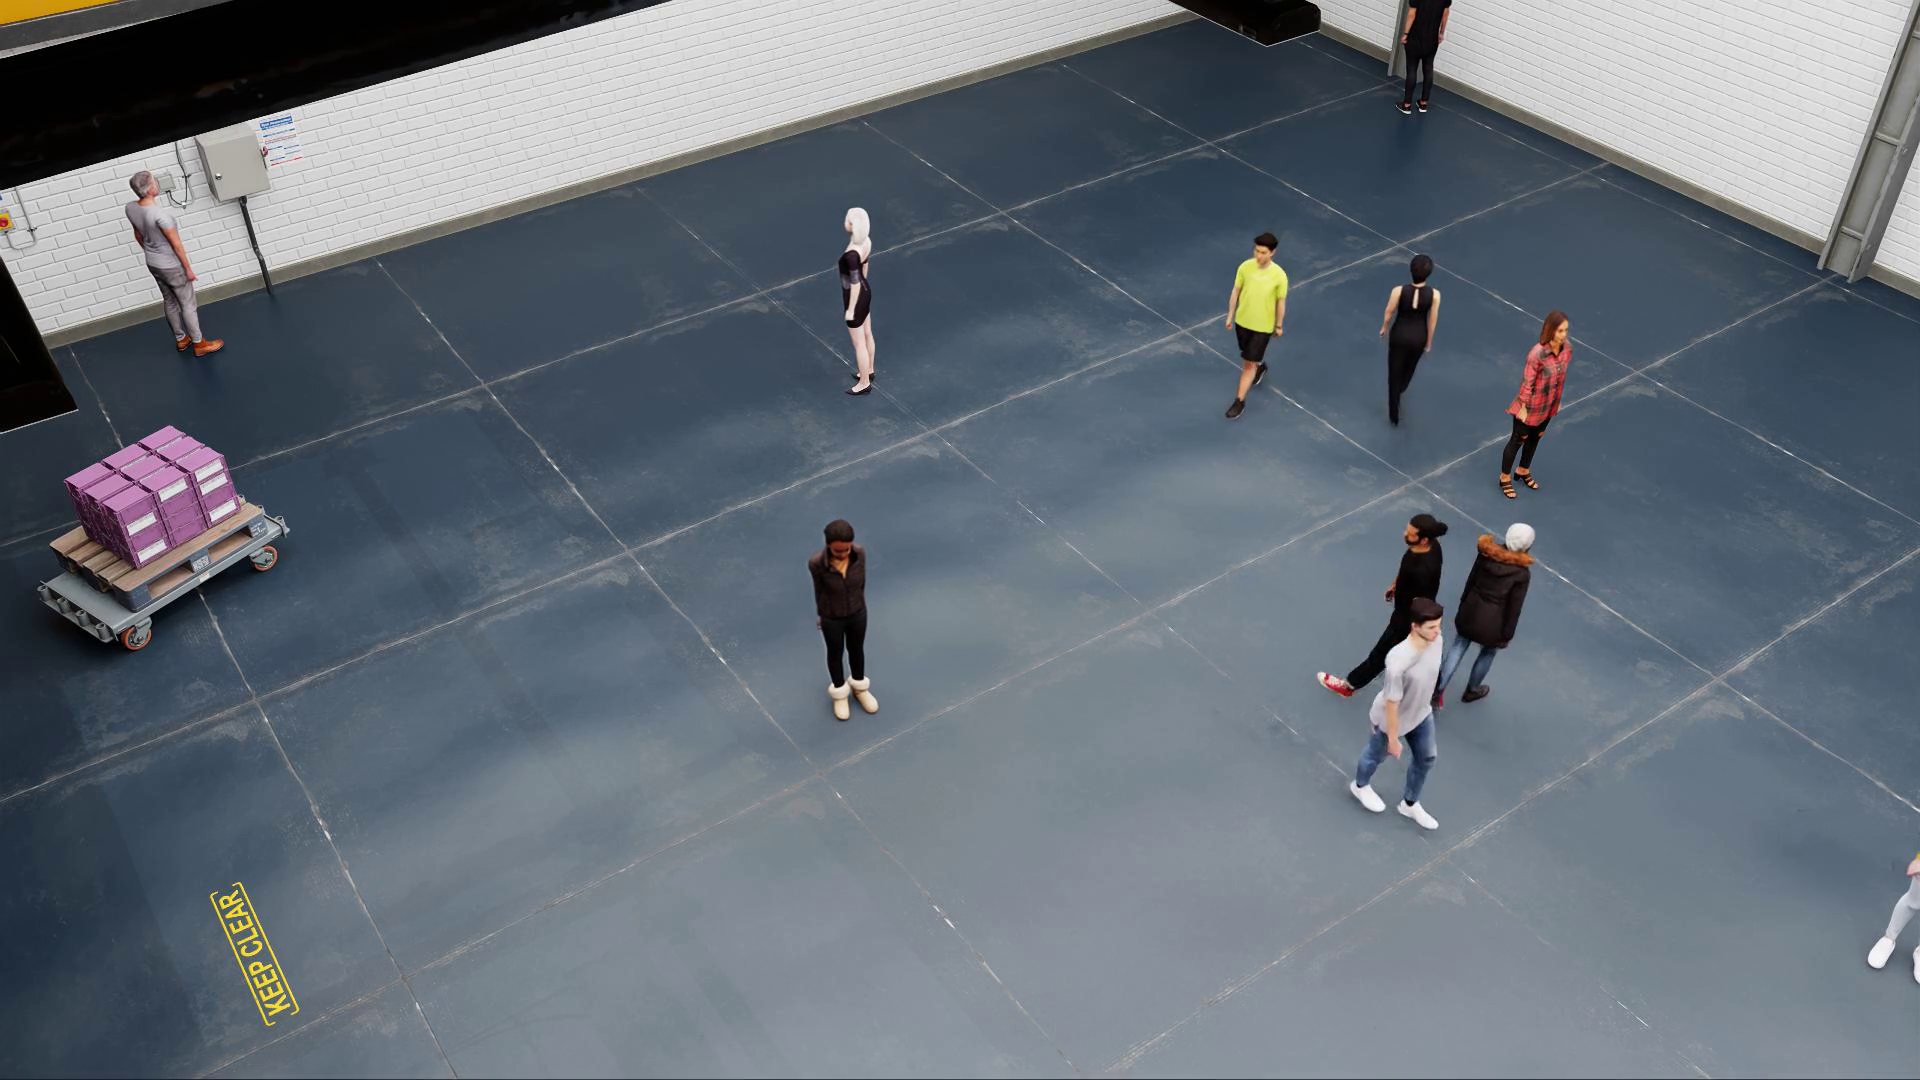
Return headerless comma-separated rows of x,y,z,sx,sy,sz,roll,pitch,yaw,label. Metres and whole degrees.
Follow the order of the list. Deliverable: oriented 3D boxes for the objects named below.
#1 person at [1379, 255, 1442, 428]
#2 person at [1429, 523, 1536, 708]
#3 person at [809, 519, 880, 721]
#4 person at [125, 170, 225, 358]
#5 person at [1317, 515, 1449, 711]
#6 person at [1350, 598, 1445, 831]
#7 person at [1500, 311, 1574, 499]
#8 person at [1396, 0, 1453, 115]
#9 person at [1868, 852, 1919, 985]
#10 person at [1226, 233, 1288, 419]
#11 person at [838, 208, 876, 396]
3.899,-1.694,14.493,0.951,1.571,1.032,4,39,5,person
3.641,0.561,11.637,0.779,1.611,0.741,32,48,33,person
-0.828,0.502,11.672,0.657,1.660,0.606,-23,44,-26,person
-7.322,-2.549,15.355,0.673,1.829,0.829,18,42,21,person
3.234,0.551,11.569,1.238,1.710,1.083,12,40,15,person
2.802,1.065,10.803,0.710,1.863,0.880,-26,46,-29,person
4.746,-1.130,13.679,0.628,1.704,0.575,-19,42,-22,person
5.473,-5.949,19.587,0.770,1.862,0.752,-5,39,-6,person
5.878,1.928,9.814,0.630,1.750,0.736,20,43,23,person
2.652,-1.987,14.781,1.138,1.669,0.942,23,44,27,person
-0.904,-2.133,14.835,0.697,1.830,0.647,8,39,10,person
